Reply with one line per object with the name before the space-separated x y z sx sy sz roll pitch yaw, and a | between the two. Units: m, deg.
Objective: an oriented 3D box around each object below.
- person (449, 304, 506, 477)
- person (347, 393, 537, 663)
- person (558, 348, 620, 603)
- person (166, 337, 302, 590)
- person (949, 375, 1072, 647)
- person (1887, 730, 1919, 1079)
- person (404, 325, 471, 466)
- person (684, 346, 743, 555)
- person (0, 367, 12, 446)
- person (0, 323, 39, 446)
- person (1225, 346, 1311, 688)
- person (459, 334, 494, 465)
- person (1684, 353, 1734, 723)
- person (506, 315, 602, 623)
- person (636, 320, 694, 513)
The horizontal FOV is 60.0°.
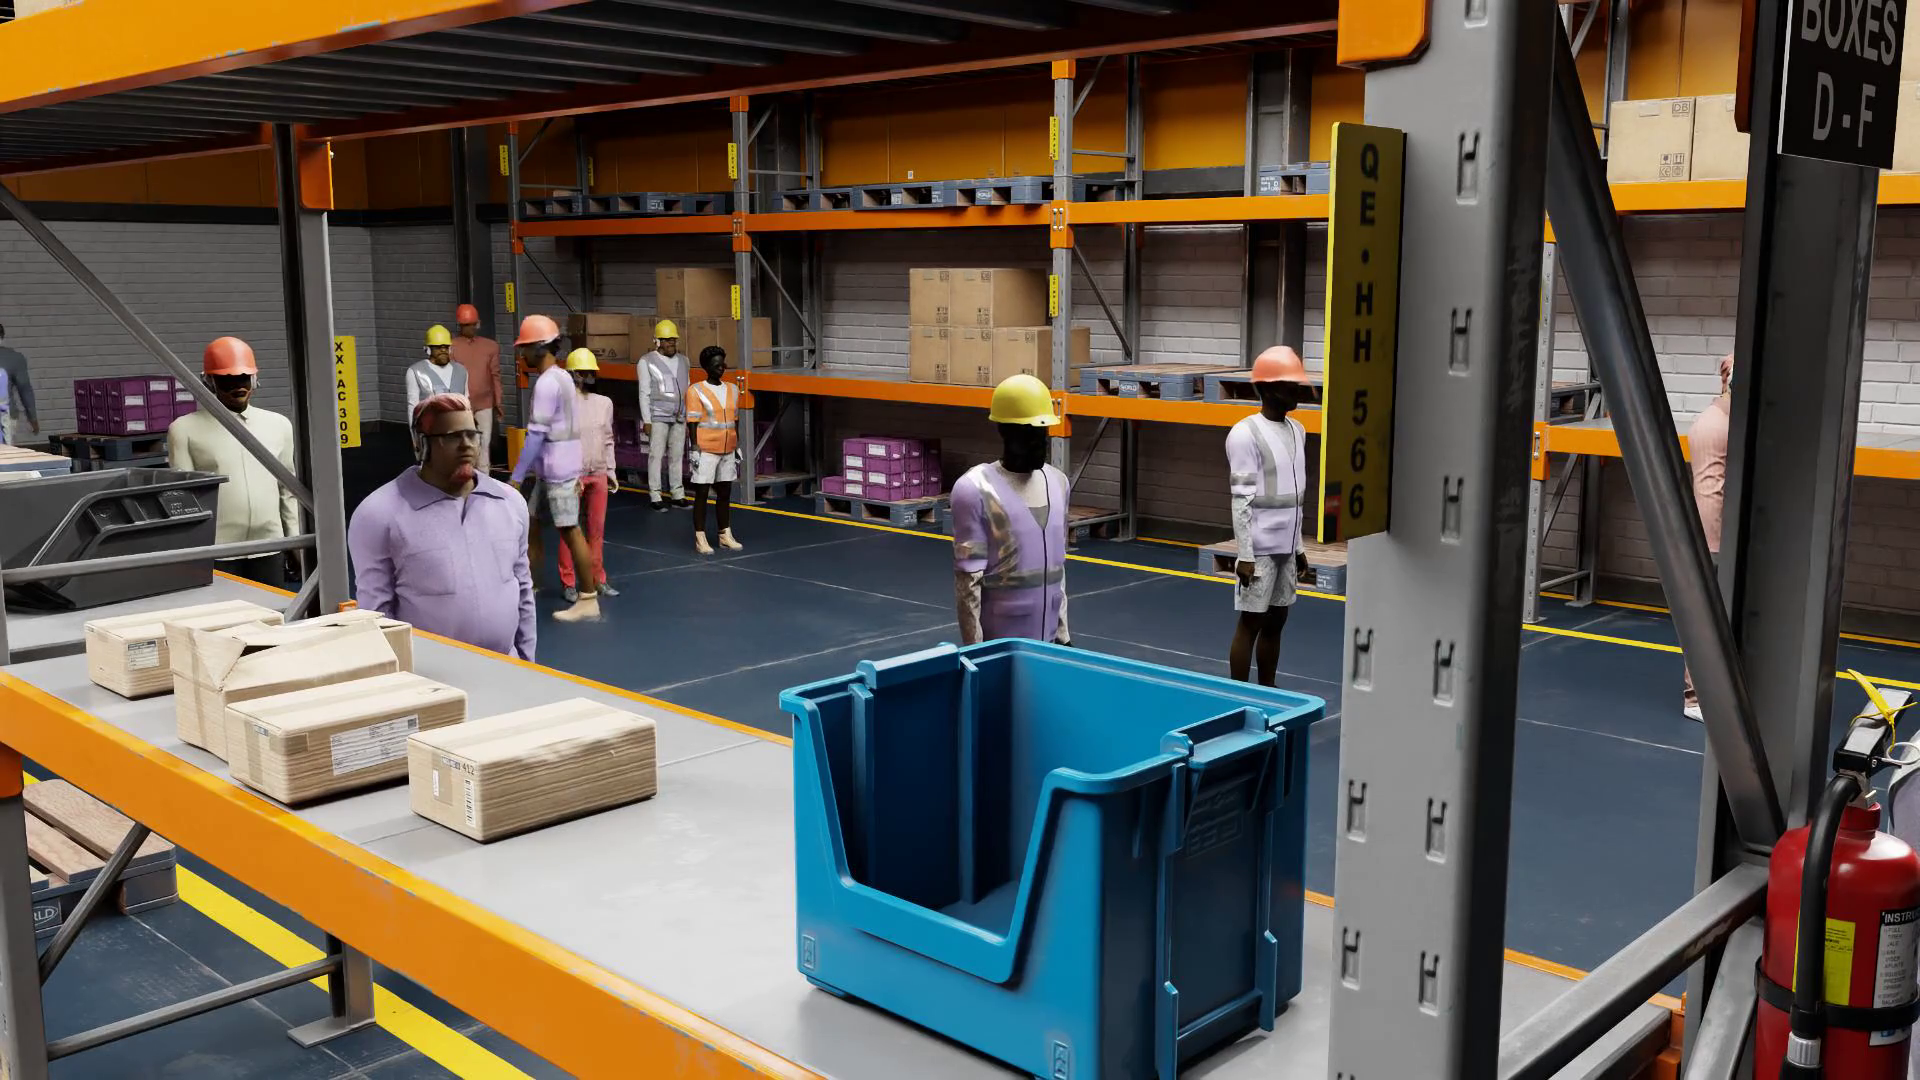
person | -4.846 -1.341 16.520 0.652 1.977 0.502 -6 11 -33
person | -1.675 0.465 5.559 0.409 1.913 0.642 9 13 42
person | -2.622 -0.453 11.620 0.305 1.772 0.525 9 13 42
person | -3.453 0.027 7.985 0.379 1.995 0.612 9 13 42
person | 0.220 0.343 6.256 0.367 1.927 0.587 9 13 42
person | 1.720 0.897 2.786 0.380 1.951 0.605 9 13 42
person | -4.490 -0.942 14.425 0.404 1.833 0.590 9 13 42
person | -1.997 -0.734 13.564 0.318 1.697 0.535 9 13 42
person | -7.574 -0.732 12.803 0.350 1.942 0.545 9 13 42
person | -9.020 -1.147 15.560 1.061 1.882 0.642 6 11 33
person | 1.542 0.016 8.218 0.350 1.942 0.545 9 13 42
person | -5.705 -1.619 19.338 0.515 1.589 0.619 -4 10 -25
person | 3.949 -0.010 8.486 0.409 1.909 0.642 9 13 42
person | -2.773 -0.437 10.769 0.895 2.010 0.610 -2 9 -10
person | -2.790 -1.182 15.895 0.404 1.833 0.590 9 13 42
